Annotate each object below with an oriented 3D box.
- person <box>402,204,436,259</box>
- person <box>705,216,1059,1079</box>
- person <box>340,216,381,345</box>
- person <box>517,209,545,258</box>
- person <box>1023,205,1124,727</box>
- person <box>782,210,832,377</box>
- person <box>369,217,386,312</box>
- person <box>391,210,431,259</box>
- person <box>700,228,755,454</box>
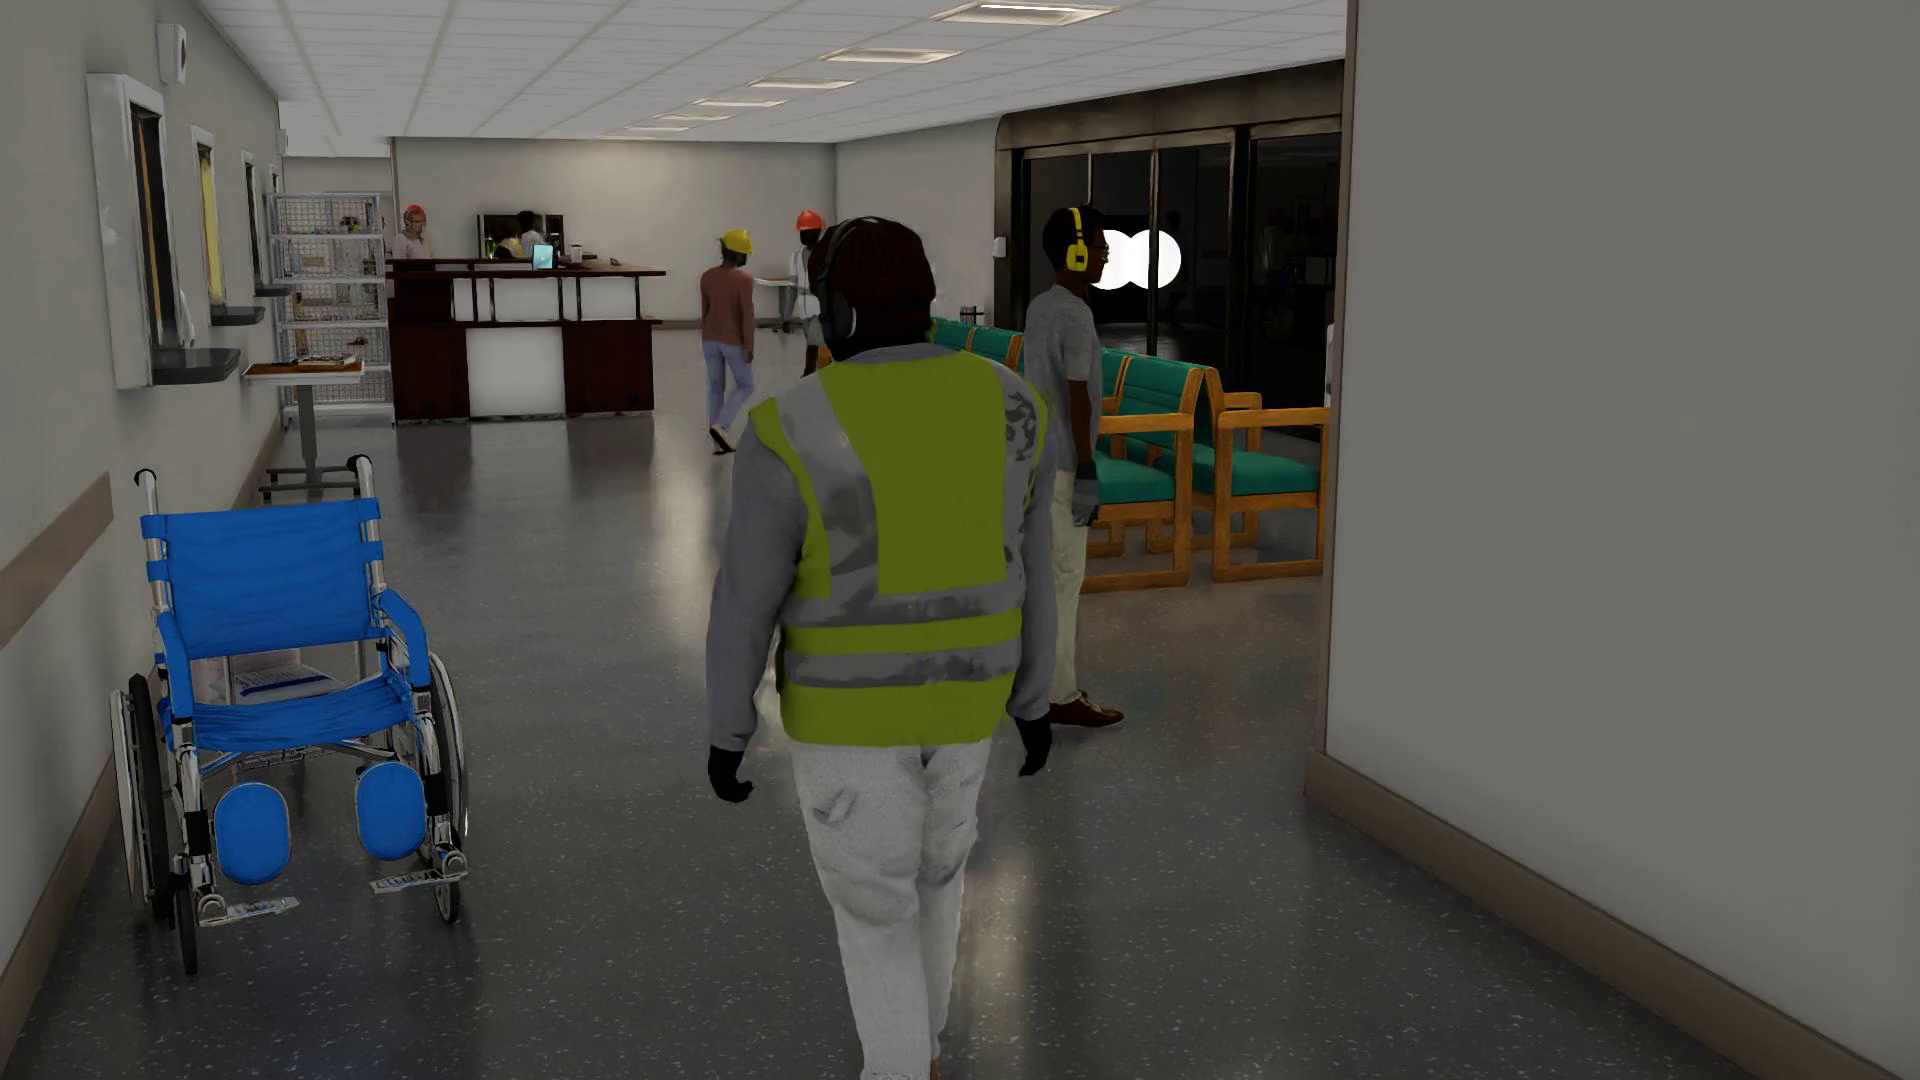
[{"bbox_3d":[-7.369,-3.585,22.771,0.637,1.983,0.466,11,15,43],"label":"person"},{"bbox_3d":[-0.201,0.305,3.220,0.660,1.825,0.684,-6,13,-30],"label":"person"},{"bbox_3d":[-8.542,-3.709,23.798,0.558,1.839,0.632,10,15,41],"label":"person"},{"bbox_3d":[-5.995,-3.702,23.536,0.652,1.927,0.679,2,11,8],"label":"person"},{"bbox_3d":[0.385,-0.258,6.031,0.329,1.863,0.513,-3,12,-17],"label":"person"},{"bbox_3d":[-1.361,-2.131,15.584,0.564,1.889,0.993,8,14,37],"label":"person"},{"bbox_3d":[-11.139,-5.285,31.867,0.327,1.842,0.511,-3,11,-13],"label":"person"},{"bbox_3d":[-6.505,-2.989,19.925,0.401,1.906,0.651,2,11,9],"label":"person"},{"bbox_3d":[-1.800,-1.503,12.715,0.548,1.733,0.435,6,12,27],"label":"person"}]
